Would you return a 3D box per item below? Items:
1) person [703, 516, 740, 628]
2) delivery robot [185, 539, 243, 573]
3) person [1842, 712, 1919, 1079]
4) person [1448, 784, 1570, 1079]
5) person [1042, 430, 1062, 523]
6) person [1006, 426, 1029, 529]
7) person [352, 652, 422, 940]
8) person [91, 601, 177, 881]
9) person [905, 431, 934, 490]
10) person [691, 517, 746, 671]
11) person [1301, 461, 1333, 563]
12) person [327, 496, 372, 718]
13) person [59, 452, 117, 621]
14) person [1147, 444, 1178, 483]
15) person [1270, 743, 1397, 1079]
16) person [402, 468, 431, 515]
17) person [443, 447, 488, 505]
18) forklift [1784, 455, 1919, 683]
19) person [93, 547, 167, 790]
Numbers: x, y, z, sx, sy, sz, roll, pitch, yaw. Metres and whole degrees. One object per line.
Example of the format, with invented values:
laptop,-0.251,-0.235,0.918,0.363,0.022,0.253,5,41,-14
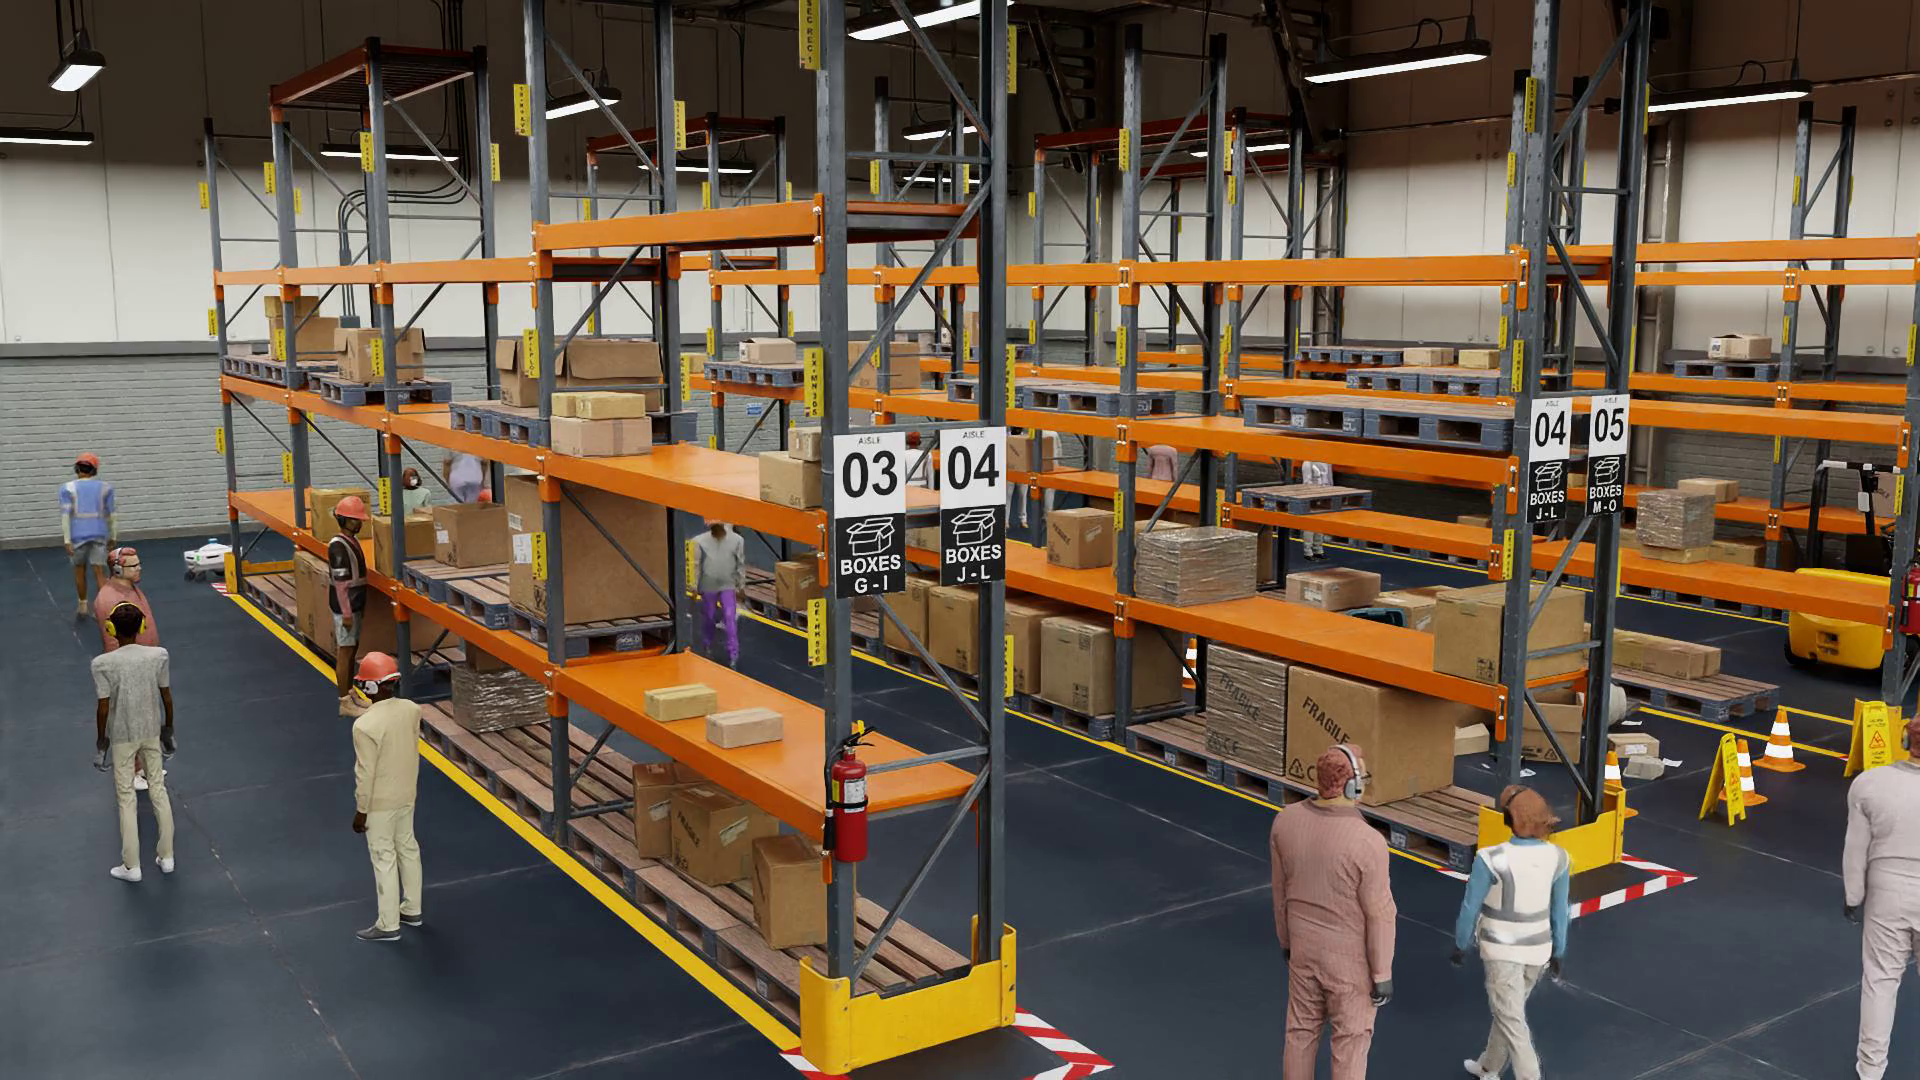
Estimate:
person,-2.752,0.136,19.113,0.472,1.843,0.576,6,11,36
delivery robot,-10.079,0.227,22.464,0.477,0.478,0.707,5,10,33
person,4.652,1.759,8.090,0.642,1.910,0.401,6,11,37
person,2.627,1.947,7.838,0.510,1.601,0.842,-3,9,-19
person,1.532,-1.247,28.114,0.402,1.905,0.651,-3,9,-18
person,0.919,-1.088,27.315,0.626,1.837,0.428,-2,9,-10
person,-3.484,1.538,10.070,0.329,1.751,0.570,3,9,16
person,-5.498,1.330,11.073,0.318,1.870,0.531,7,11,41
person,-0.672,-0.661,24.278,0.584,1.882,0.337,-1,9,-9
person,-2.531,0.465,17.434,0.581,1.695,0.864,-1,9,-8
person,5.176,-0.593,23.997,0.588,1.834,0.403,-8,12,-43
person,-5.588,0.611,15.307,0.394,2.037,0.605,-1,9,-9
person,-10.365,-0.044,19.805,0.628,1.984,0.936,-6,11,-36
person,3.244,-0.943,26.555,0.531,1.765,0.327,6,10,33
person,1.699,1.850,7.491,0.407,1.908,0.641,-7,11,-38
person,-7.084,-0.124,21.533,0.501,1.633,0.282,-4,9,-25
person,-7.639,-0.948,25.674,0.701,2.000,0.544,-5,10,-31
forklift,9.643,0.253,17.172,2.313,2.155,1.214,-6,10,-33
person,-6.536,1.003,13.128,0.409,1.908,0.639,-2,9,-12
